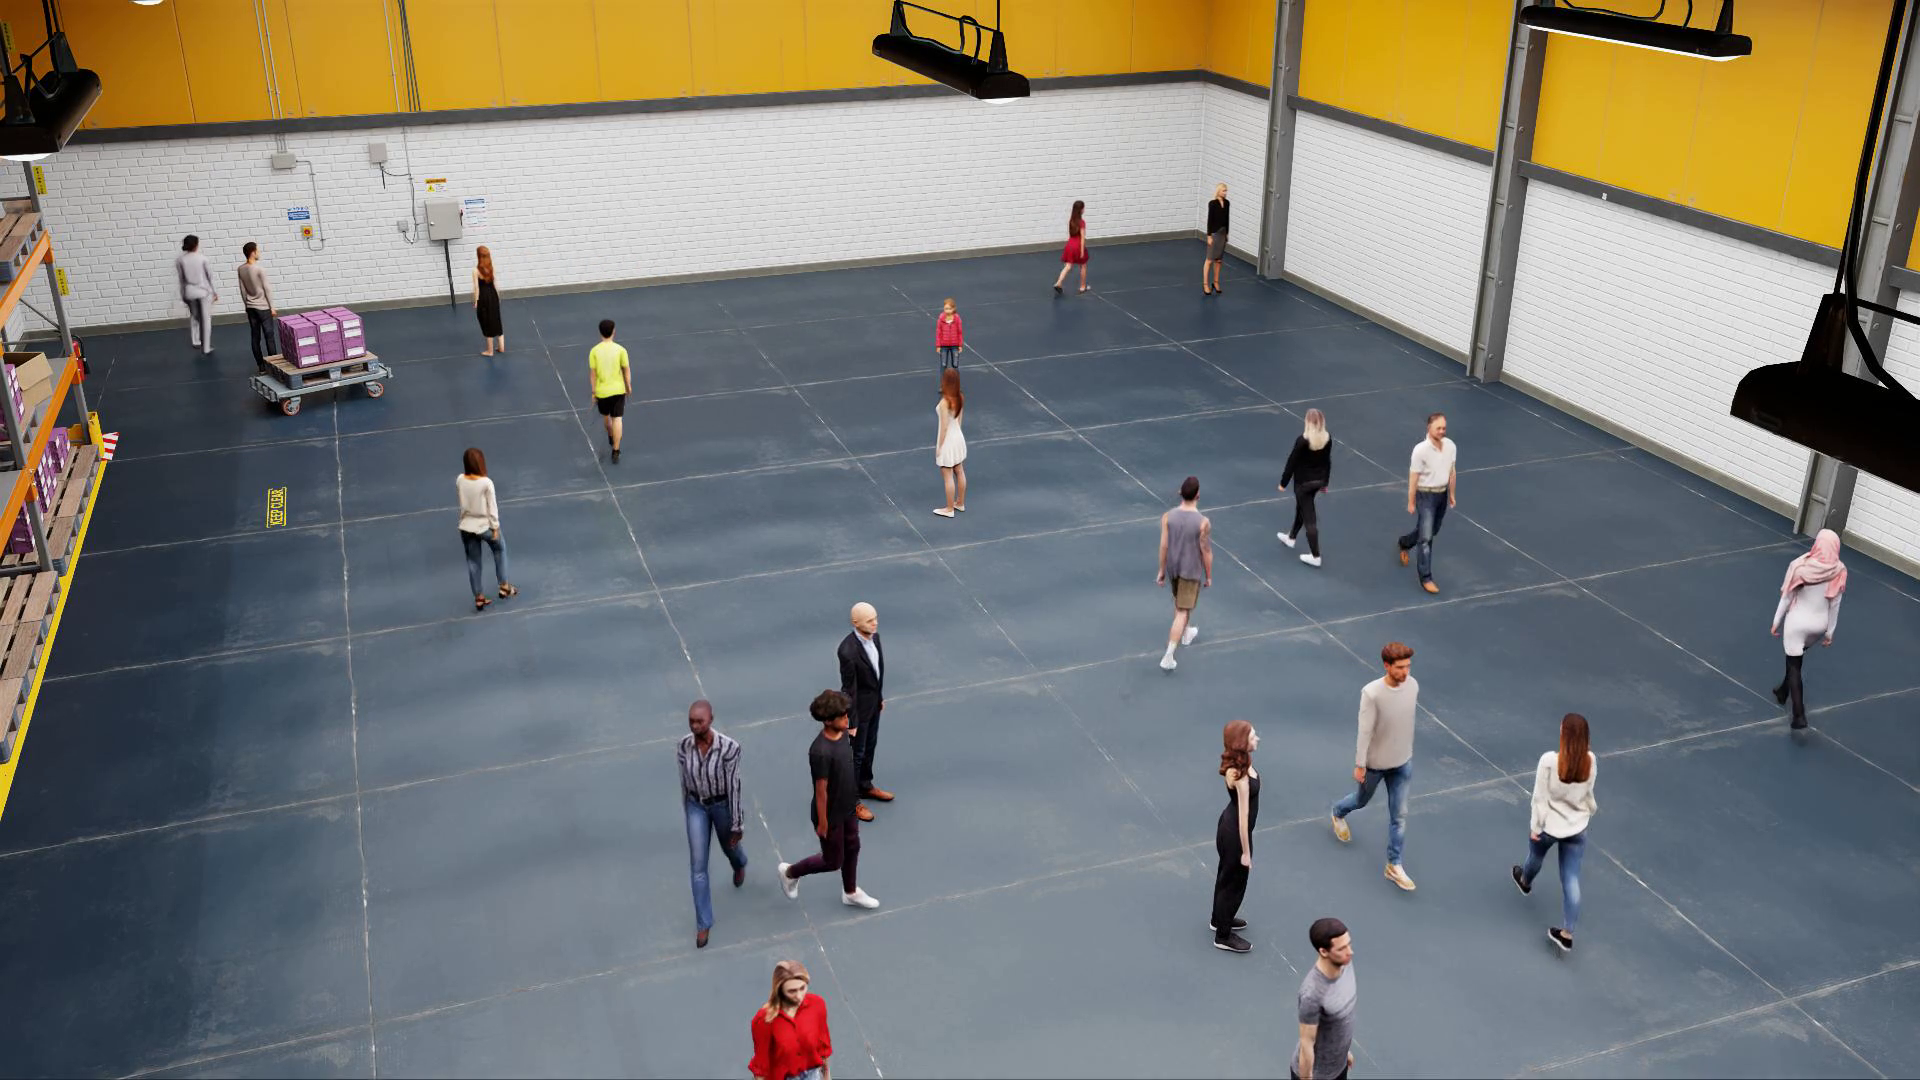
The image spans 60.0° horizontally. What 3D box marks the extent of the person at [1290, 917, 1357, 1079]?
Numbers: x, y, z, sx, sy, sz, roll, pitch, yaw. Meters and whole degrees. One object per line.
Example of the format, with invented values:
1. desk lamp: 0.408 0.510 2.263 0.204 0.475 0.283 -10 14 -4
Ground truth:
1. person: 1.997 2.897 9.270 0.739 1.871 0.742 18 30 36

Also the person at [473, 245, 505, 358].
1. person: -6.863 -3.481 24.166 0.722 1.625 0.676 16 28 32

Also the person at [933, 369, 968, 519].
1. person: -0.097 -1.099 18.610 0.686 1.712 0.648 15 28 31

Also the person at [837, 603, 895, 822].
1. person: -0.759 1.298 13.018 0.809 1.798 0.756 11 26 24

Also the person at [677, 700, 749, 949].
1. person: -1.706 1.899 11.694 0.938 1.758 1.205 2 24 4

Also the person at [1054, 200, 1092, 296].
1. person: 1.842 -4.769 27.231 0.886 1.532 1.026 -21 31 -40

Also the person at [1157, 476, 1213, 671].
1. person: 2.041 0.331 15.319 1.187 1.810 1.215 12 27 26

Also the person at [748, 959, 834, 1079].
1. person: -0.970 2.995 9.261 0.704 1.698 0.769 -13 27 -28

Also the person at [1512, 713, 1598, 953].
1. person: 4.193 2.050 11.509 0.872 1.629 1.223 -1 24 -3

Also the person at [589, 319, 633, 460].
1. person: -4.260 -1.795 20.269 0.795 1.658 1.159 -3 24 -7

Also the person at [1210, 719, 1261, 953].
1. person: 1.889 2.011 11.453 0.708 1.746 0.589 1 24 3

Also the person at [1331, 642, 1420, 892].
1. person: 3.079 1.582 12.281 0.658 1.869 1.183 -8 25 -18

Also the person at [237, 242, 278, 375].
1. person: -9.849 -3.251 23.346 0.744 1.862 0.778 7 25 16

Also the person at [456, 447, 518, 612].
1. person: -4.765 -0.082 16.337 0.823 1.669 0.892 6 24 14

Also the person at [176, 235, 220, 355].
1. person: -11.097 -3.542 24.193 0.718 1.717 0.729 -3 24 -6

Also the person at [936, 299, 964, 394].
1. person: -0.142 -2.654 22.663 0.571 1.315 0.564 -1 24 -2

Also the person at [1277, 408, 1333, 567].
1. person: 3.702 -0.517 17.351 0.762 1.654 1.039 -15 28 -31

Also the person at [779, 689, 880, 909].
1. person: -0.954 1.854 11.787 1.008 1.765 0.991 7 25 16

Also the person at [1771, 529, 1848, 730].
1. person: 7.243 0.794 14.214 1.027 1.764 1.250 4 24 9

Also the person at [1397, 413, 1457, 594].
1. person: 4.759 -0.454 16.985 0.666 1.832 1.117 -8 25 -18

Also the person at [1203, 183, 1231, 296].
1. person: 4.194 -4.931 27.215 0.646 1.840 0.610 -14 27 -29
